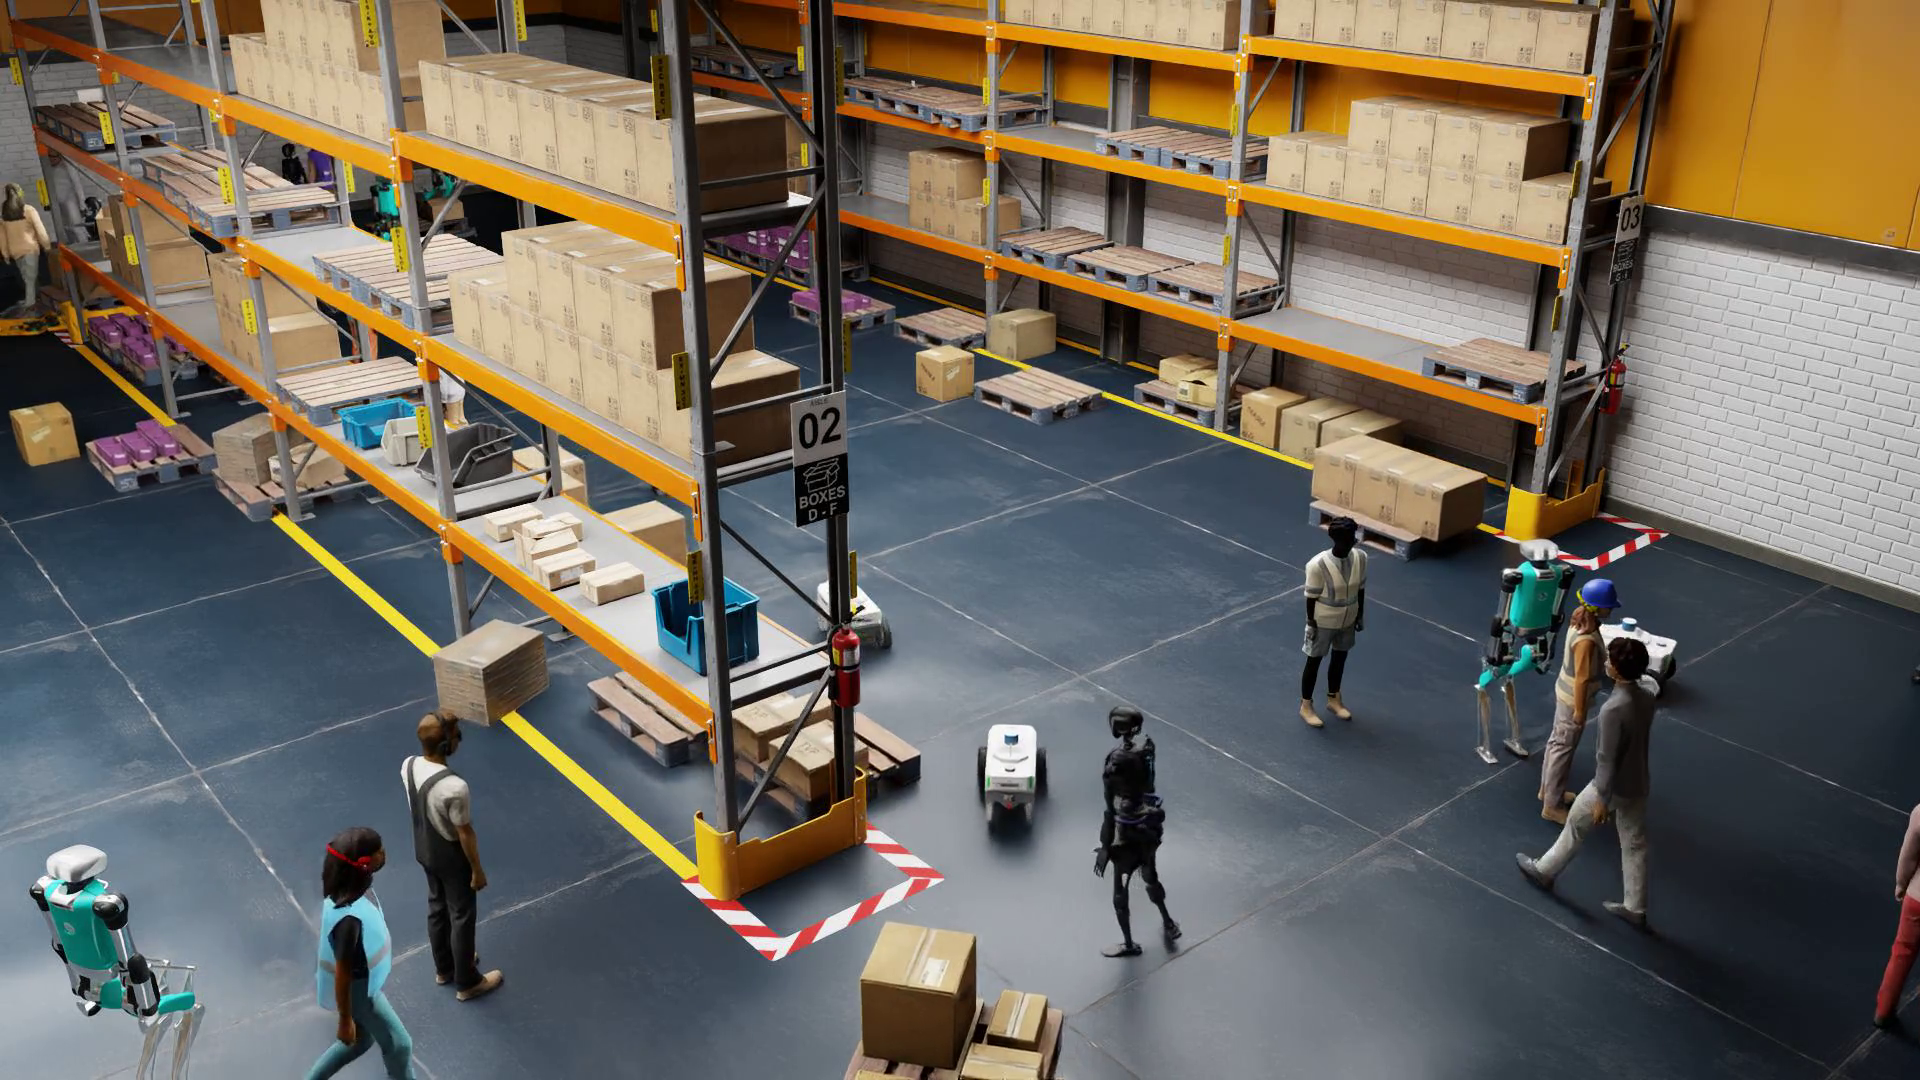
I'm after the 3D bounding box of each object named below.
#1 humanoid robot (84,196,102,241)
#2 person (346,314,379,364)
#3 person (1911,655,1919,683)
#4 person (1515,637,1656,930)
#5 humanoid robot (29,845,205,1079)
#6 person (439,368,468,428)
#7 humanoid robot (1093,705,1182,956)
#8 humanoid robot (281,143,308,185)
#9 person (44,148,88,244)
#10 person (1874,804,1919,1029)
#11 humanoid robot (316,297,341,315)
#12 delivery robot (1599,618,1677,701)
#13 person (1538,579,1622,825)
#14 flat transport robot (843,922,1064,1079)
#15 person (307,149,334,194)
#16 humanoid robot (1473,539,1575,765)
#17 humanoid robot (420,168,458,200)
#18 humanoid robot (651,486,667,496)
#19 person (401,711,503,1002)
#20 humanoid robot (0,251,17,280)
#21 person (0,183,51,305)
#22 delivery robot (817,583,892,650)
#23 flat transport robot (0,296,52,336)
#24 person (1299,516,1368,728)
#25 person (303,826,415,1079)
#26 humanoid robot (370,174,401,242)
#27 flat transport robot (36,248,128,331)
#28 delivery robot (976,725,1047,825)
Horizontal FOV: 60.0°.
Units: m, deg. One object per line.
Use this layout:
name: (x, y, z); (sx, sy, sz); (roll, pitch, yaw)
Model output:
humanoid robot: (-11.766, -3.905, 22.898); (0.351, 1.648, 0.611); (-12, 26, -25)
person: (-7.165, -2.676, 19.965); (0.502, 1.758, 0.339); (11, 26, 24)
person: (7.811, 0.263, 12.953); (0.547, 1.925, 0.387); (14, 27, 29)
person: (3.972, 1.452, 10.283); (0.600, 1.851, 0.919); (-14, 27, -29)
humanoid robot: (-4.212, 2.192, 8.547); (0.533, 1.677, 0.735); (8, 25, 18)
person: (-5.352, -1.543, 17.359); (0.343, 1.744, 0.555); (-1, 23, -2)
humanoid robot: (1.085, 1.735, 9.858); (0.468, 1.647, 0.598); (15, 28, 31)
humanoid robot: (-10.643, -5.547, 26.709); (0.616, 1.645, 0.352); (14, 27, 29)
person: (-13.734, -5.132, 25.502); (0.803, 1.889, 0.422); (11, 26, 24)
person: (5.414, 1.989, 9.150); (0.317, 1.767, 0.523); (-19, 30, -37)
humanoid robot: (-8.898, -3.885, 22.780); (1.027, 1.729, 0.548); (11, 26, 24)
delivery robot: (5.272, 0.900, 13.177); (0.769, 0.577, 0.499); (14, 27, 30)
person: (4.194, 1.071, 11.258); (0.325, 1.777, 0.466); (7, 24, 16)
flat transport robot: (0.038, 3.028, 8.630); (1.431, 0.231, 0.659); (5, 24, 12)
person: (-10.120, -5.679, 26.757); (0.429, 1.891, 0.647); (21, 31, 40)
humanoid robot: (3.973, 0.740, 12.016); (0.534, 1.751, 0.672); (-5, 24, -10)
humanoid robot: (-8.708, -5.965, 27.726); (0.729, 1.878, 0.537); (13, 27, 28)
humanoid robot: (-2.988, -1.219, 16.694); (0.591, 1.643, 0.456); (-16, 28, -32)
person: (-2.904, 1.806, 9.495); (0.509, 1.835, 0.364); (16, 28, 32)
humanoid robot: (-14.531, -4.678, 24.720); (0.642, 1.640, 0.609); (-4, 24, -10)
person: (-12.881, -4.000, 22.964); (0.603, 1.825, 0.953); (-1, 23, -2)
delivery robot: (-0.914, 0.632, 13.843); (0.499, 0.614, 0.818); (-10, 25, -23)
flat transport robot: (-12.665, -3.058, 22.724); (0.659, 0.231, 1.431); (-3, 24, -6)
person: (2.796, 0.596, 12.464); (0.533, 1.693, 0.320); (-10, 25, -21)
person: (-3.101, 2.275, 8.413); (0.857, 1.839, 0.544); (-9, 25, -20)
humanoid robot: (-8.233, -4.267, 23.782); (0.531, 1.862, 0.789); (5, 24, 12)
flat transport robot: (-11.937, -3.149, 22.936); (1.431, 0.231, 0.659); (-21, 31, -40)
delivery robot: (0.358, 1.595, 11.610); (0.499, 0.612, 0.805); (1, 23, 3)
